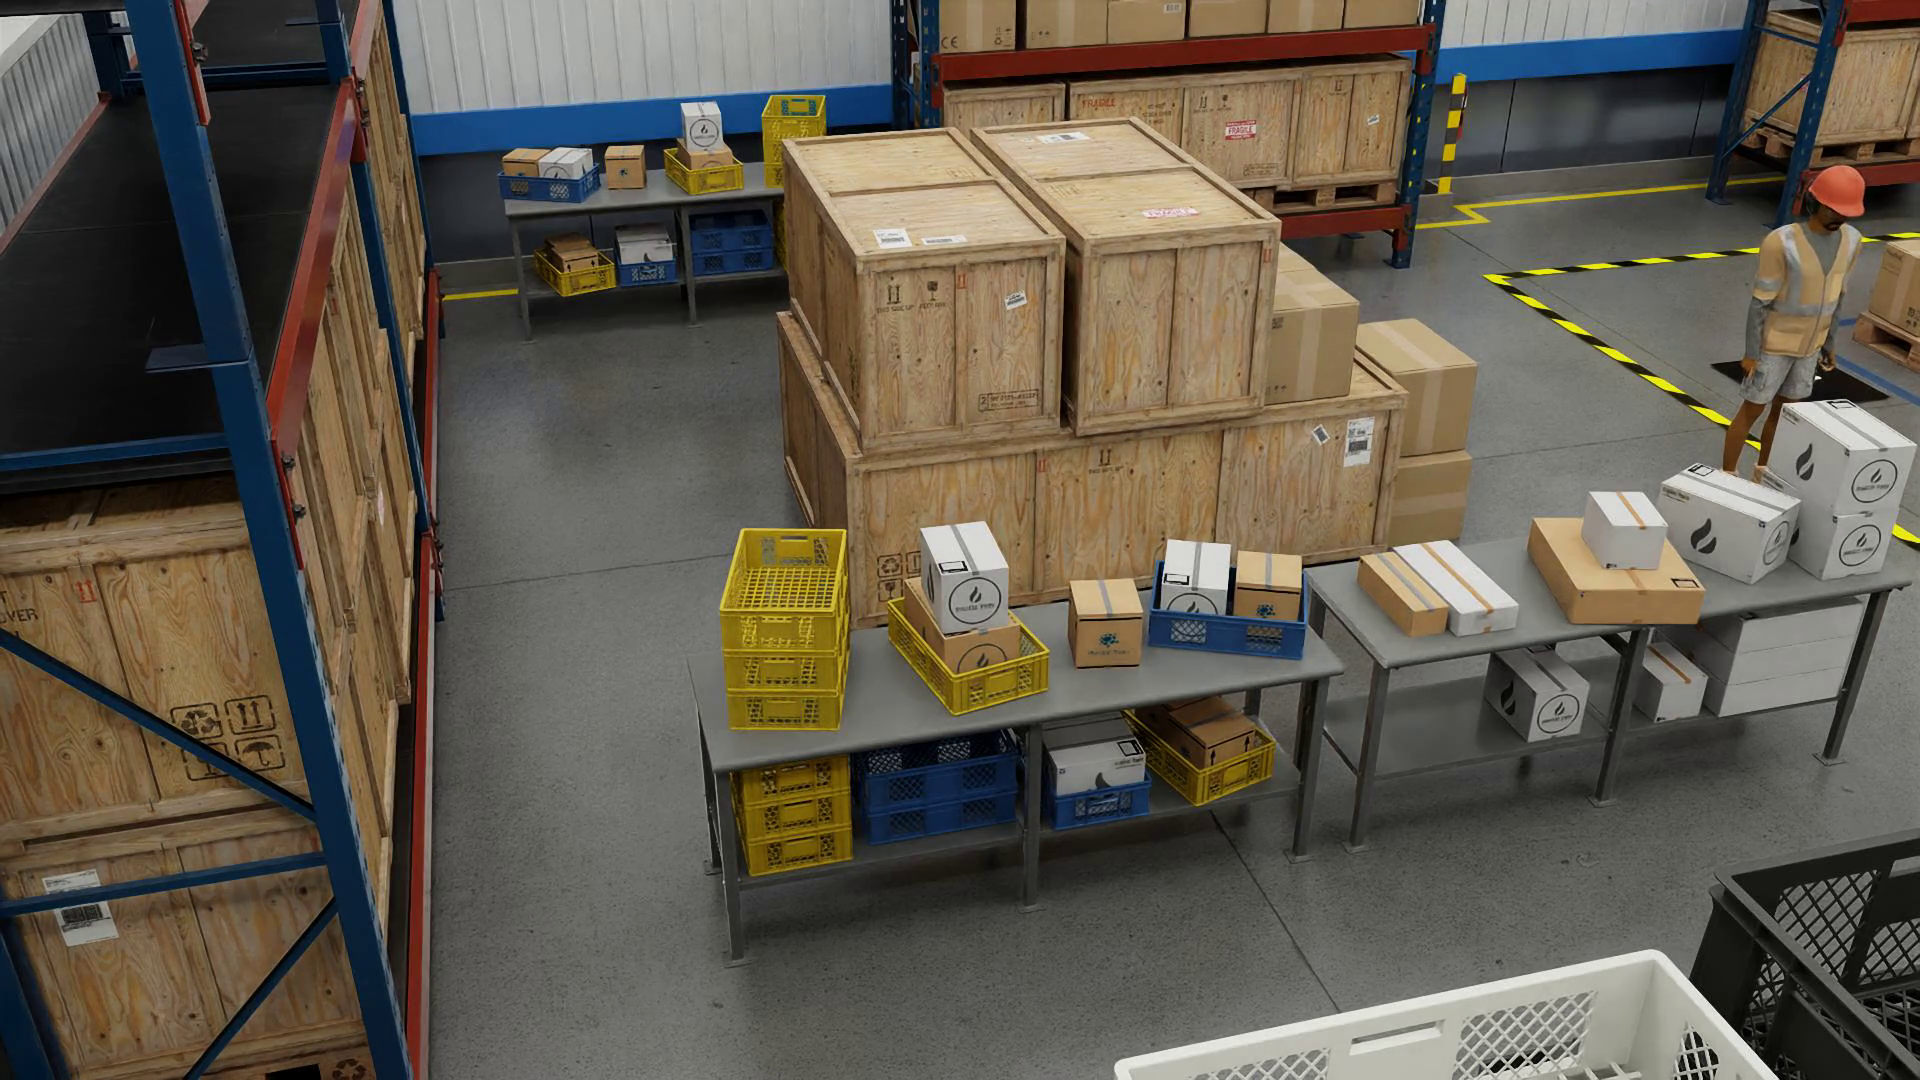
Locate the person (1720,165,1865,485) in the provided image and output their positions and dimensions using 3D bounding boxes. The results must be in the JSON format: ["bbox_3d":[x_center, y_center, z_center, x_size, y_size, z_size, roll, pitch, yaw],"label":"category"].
[{"bbox_3d":[4.648,-1.094,9.275,0.604,2.035,0.380,-8,30,-14],"label":"person"}]
